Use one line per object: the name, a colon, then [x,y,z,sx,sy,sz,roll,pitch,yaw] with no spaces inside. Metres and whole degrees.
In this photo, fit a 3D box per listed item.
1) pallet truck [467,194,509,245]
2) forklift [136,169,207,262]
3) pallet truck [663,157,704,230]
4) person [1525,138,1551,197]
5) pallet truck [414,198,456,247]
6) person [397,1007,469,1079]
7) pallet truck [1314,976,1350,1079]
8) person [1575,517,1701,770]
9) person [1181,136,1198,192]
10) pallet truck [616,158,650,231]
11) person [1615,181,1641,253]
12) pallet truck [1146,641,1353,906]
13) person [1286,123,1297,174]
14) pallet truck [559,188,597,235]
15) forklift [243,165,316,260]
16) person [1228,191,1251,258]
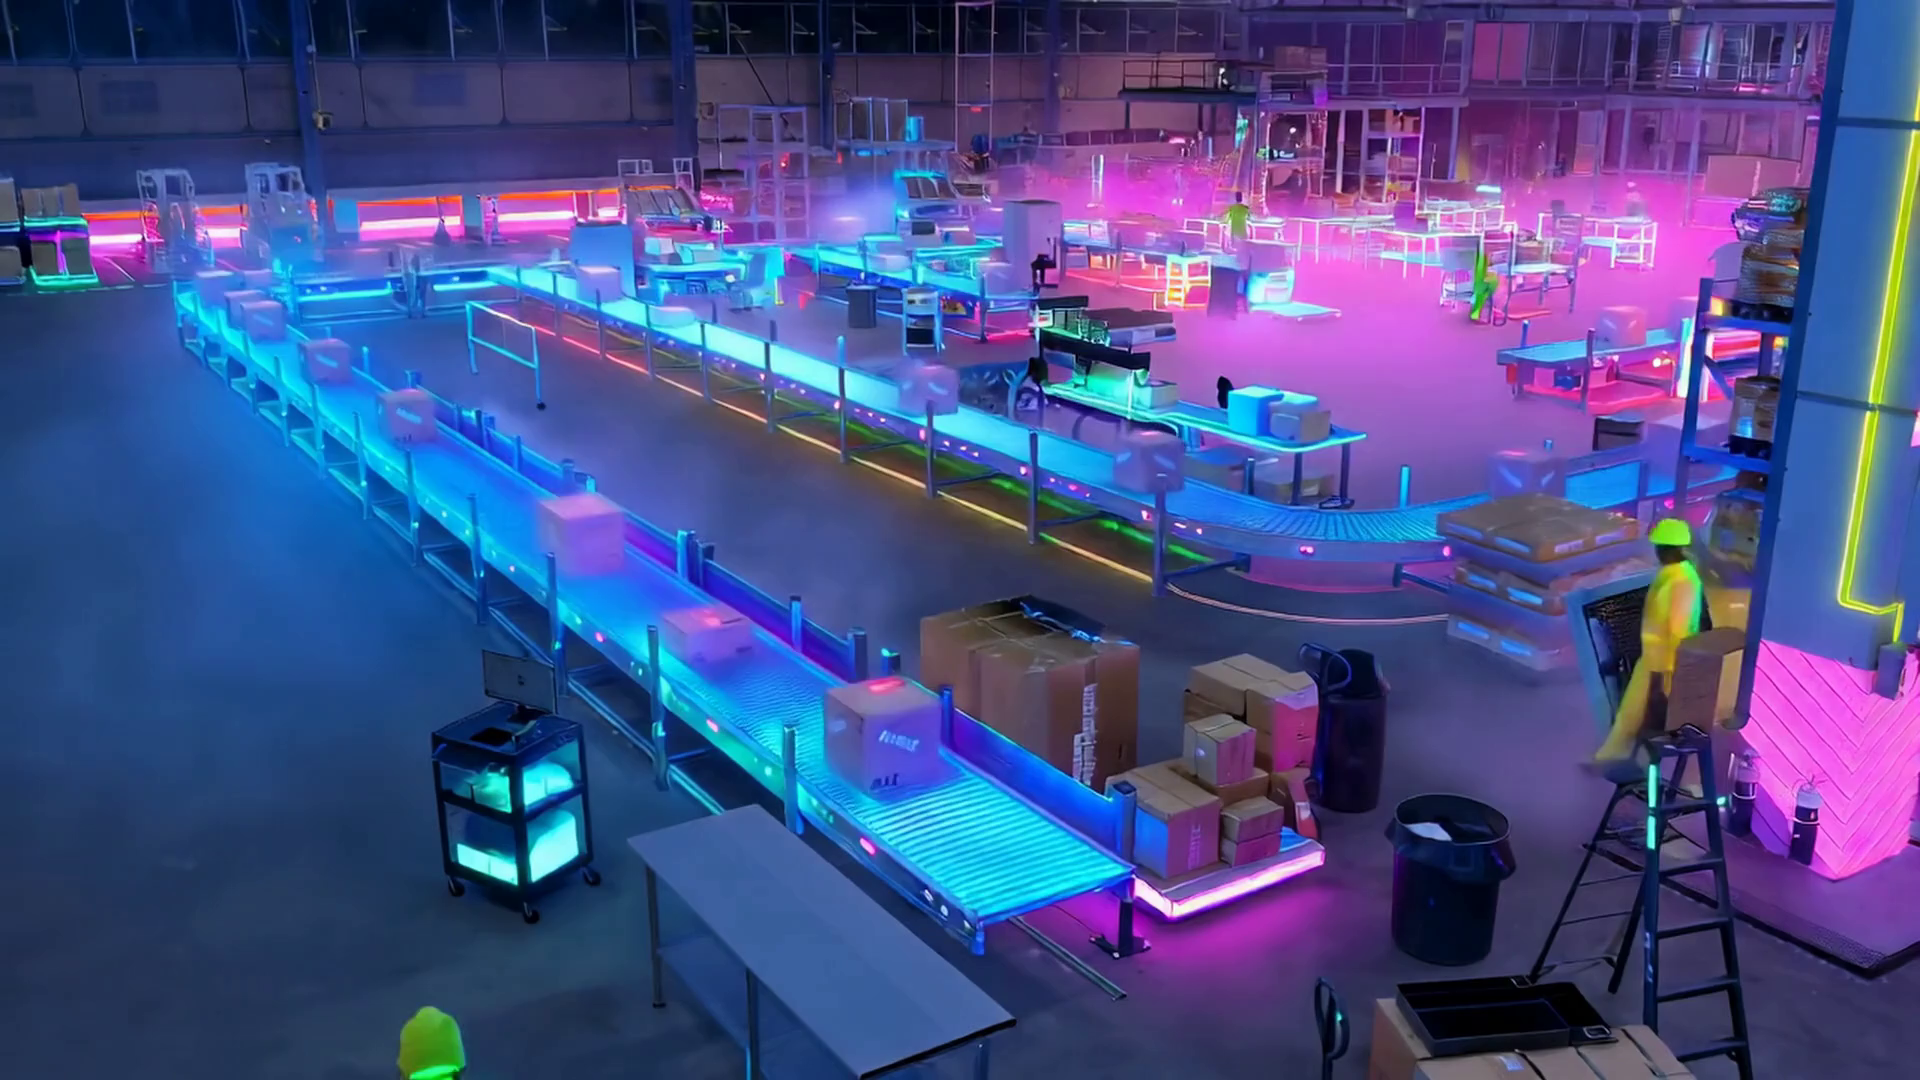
pallet truck: [-11.983,-8.177,42.137,0.704,1.261,1.522,-11,20,-33]
forklift: [-17.842,-7.318,37.559,1.157,1.987,2.680,-10,20,-31]
pallet truck: [-7.586,-9.308,44.692,0.823,1.965,1.885,-11,20,-33]
person: [19.040,-12.230,54.614,0.563,1.891,0.989,-16,23,-42]
pallet truck: [-13.250,-8.060,41.856,0.680,1.201,1.601,-10,20,-31]
person: [-1.807,2.455,5.911,0.617,1.781,0.925,-8,19,-25]
pallet truck: [2.299,2.390,7.086,1.601,1.201,0.680,-2,17,-7]
person: [4.832,0.789,11.338,0.945,1.922,0.626,3,17,10]
person: [7.752,-12.756,56.422,0.581,1.859,0.841,9,19,28]
pallet truck: [-8.918,-9.176,44.255,0.823,1.965,1.885,-9,19,-27]
person: [16.075,-7.713,39.815,0.527,1.744,0.726,-4,17,-14]
pallet truck: [1.664,1.407,10.232,1.630,1.274,0.653,-10,20,-31]
person: [12.698,-15.013,63.803,0.384,1.922,0.593,5,17,15]
pallet truck: [-10.010,-8.652,43.699,0.653,1.274,1.630,-10,20,-31]
forklift: [-15.898,-7.669,38.708,1.157,1.987,2.680,-11,20,-33]
person: [6.005,-6.549,35.729,0.518,1.874,0.329,10,19,29]
